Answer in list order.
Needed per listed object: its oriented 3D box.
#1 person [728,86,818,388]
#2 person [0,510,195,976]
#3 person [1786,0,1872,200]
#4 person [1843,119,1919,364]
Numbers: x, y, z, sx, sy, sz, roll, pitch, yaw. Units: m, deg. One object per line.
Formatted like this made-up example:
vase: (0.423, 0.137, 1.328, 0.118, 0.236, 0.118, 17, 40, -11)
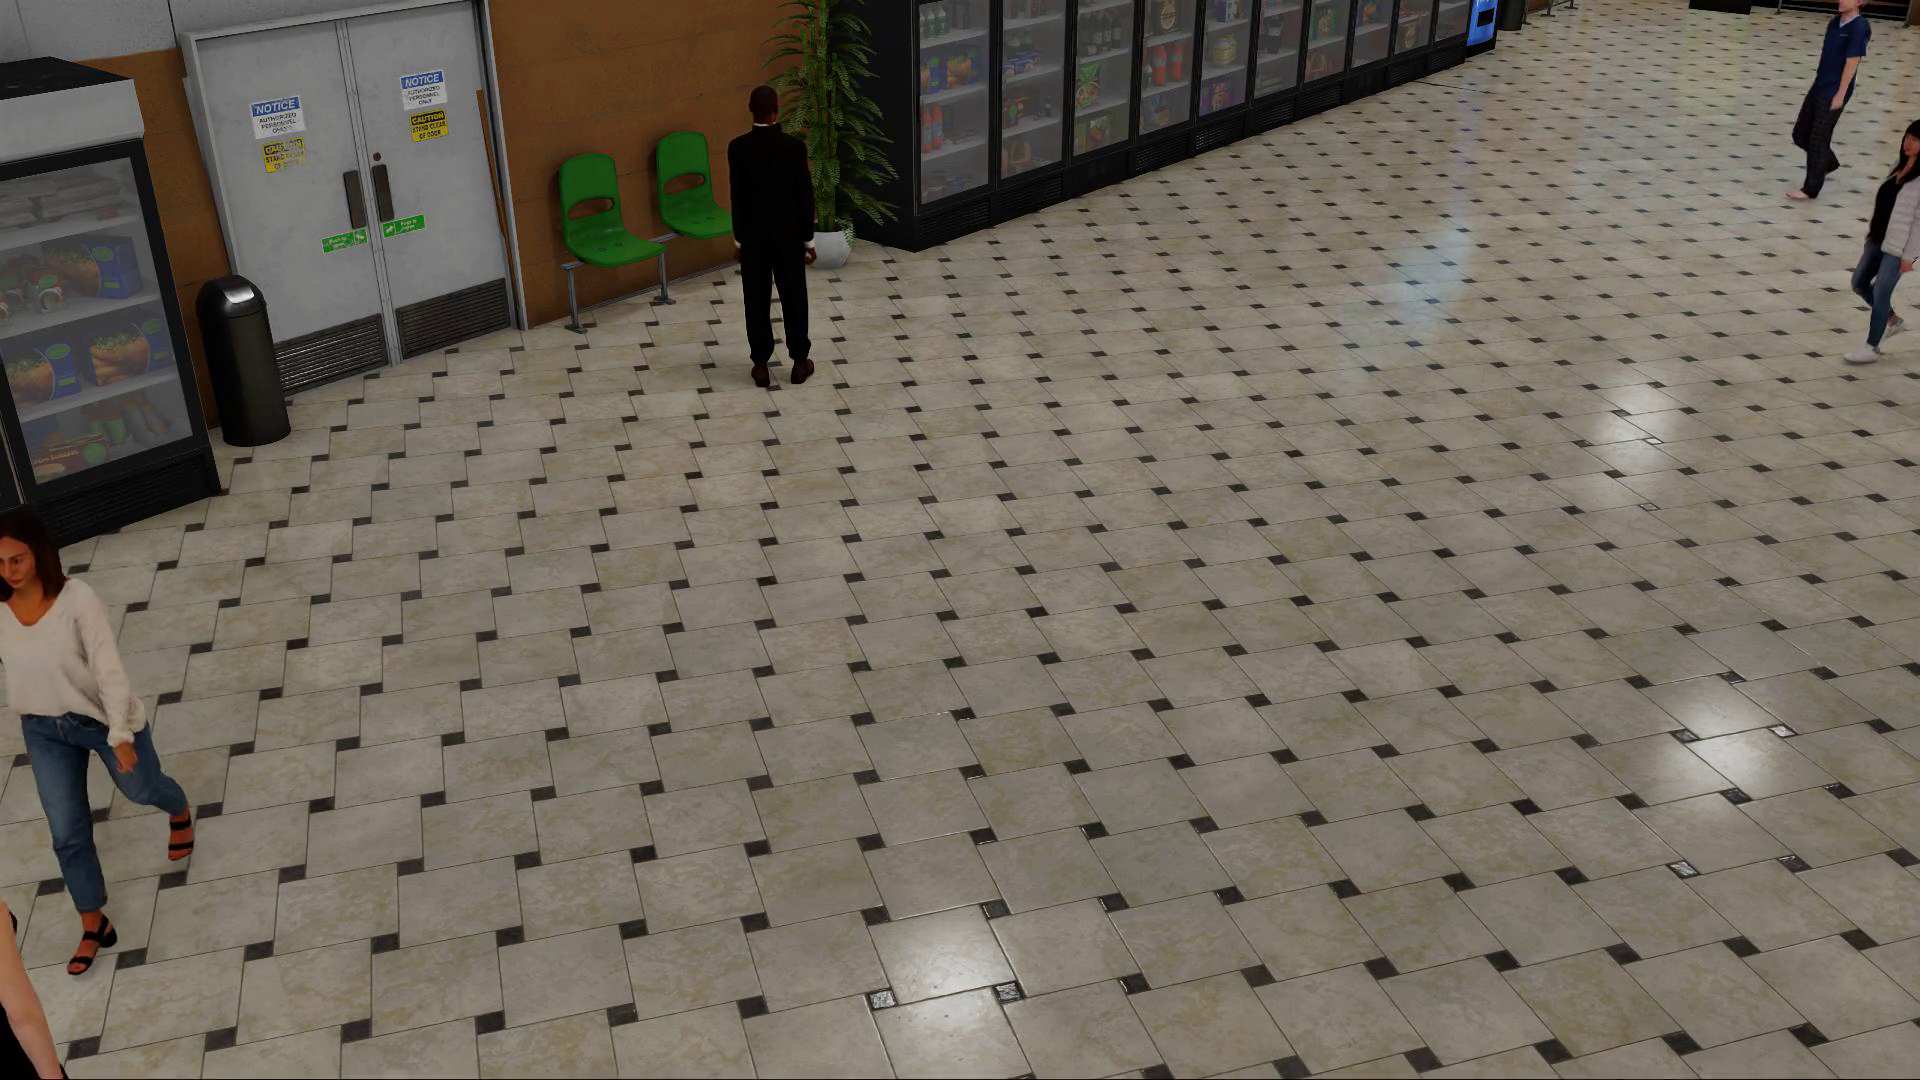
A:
person: (-1.187, -1.911, 10.525, 0.779, 1.905, 0.842, -2, 27, -4)
person: (-3.011, 0.617, 5.832, 1.103, 1.641, 1.079, 1, 27, 2)
person: (7.658, -3.891, 14.482, 0.923, 1.857, 0.863, -3, 27, -6)
person: (6.196, -1.956, 10.921, 0.867, 1.626, 0.807, -4, 27, -9)
